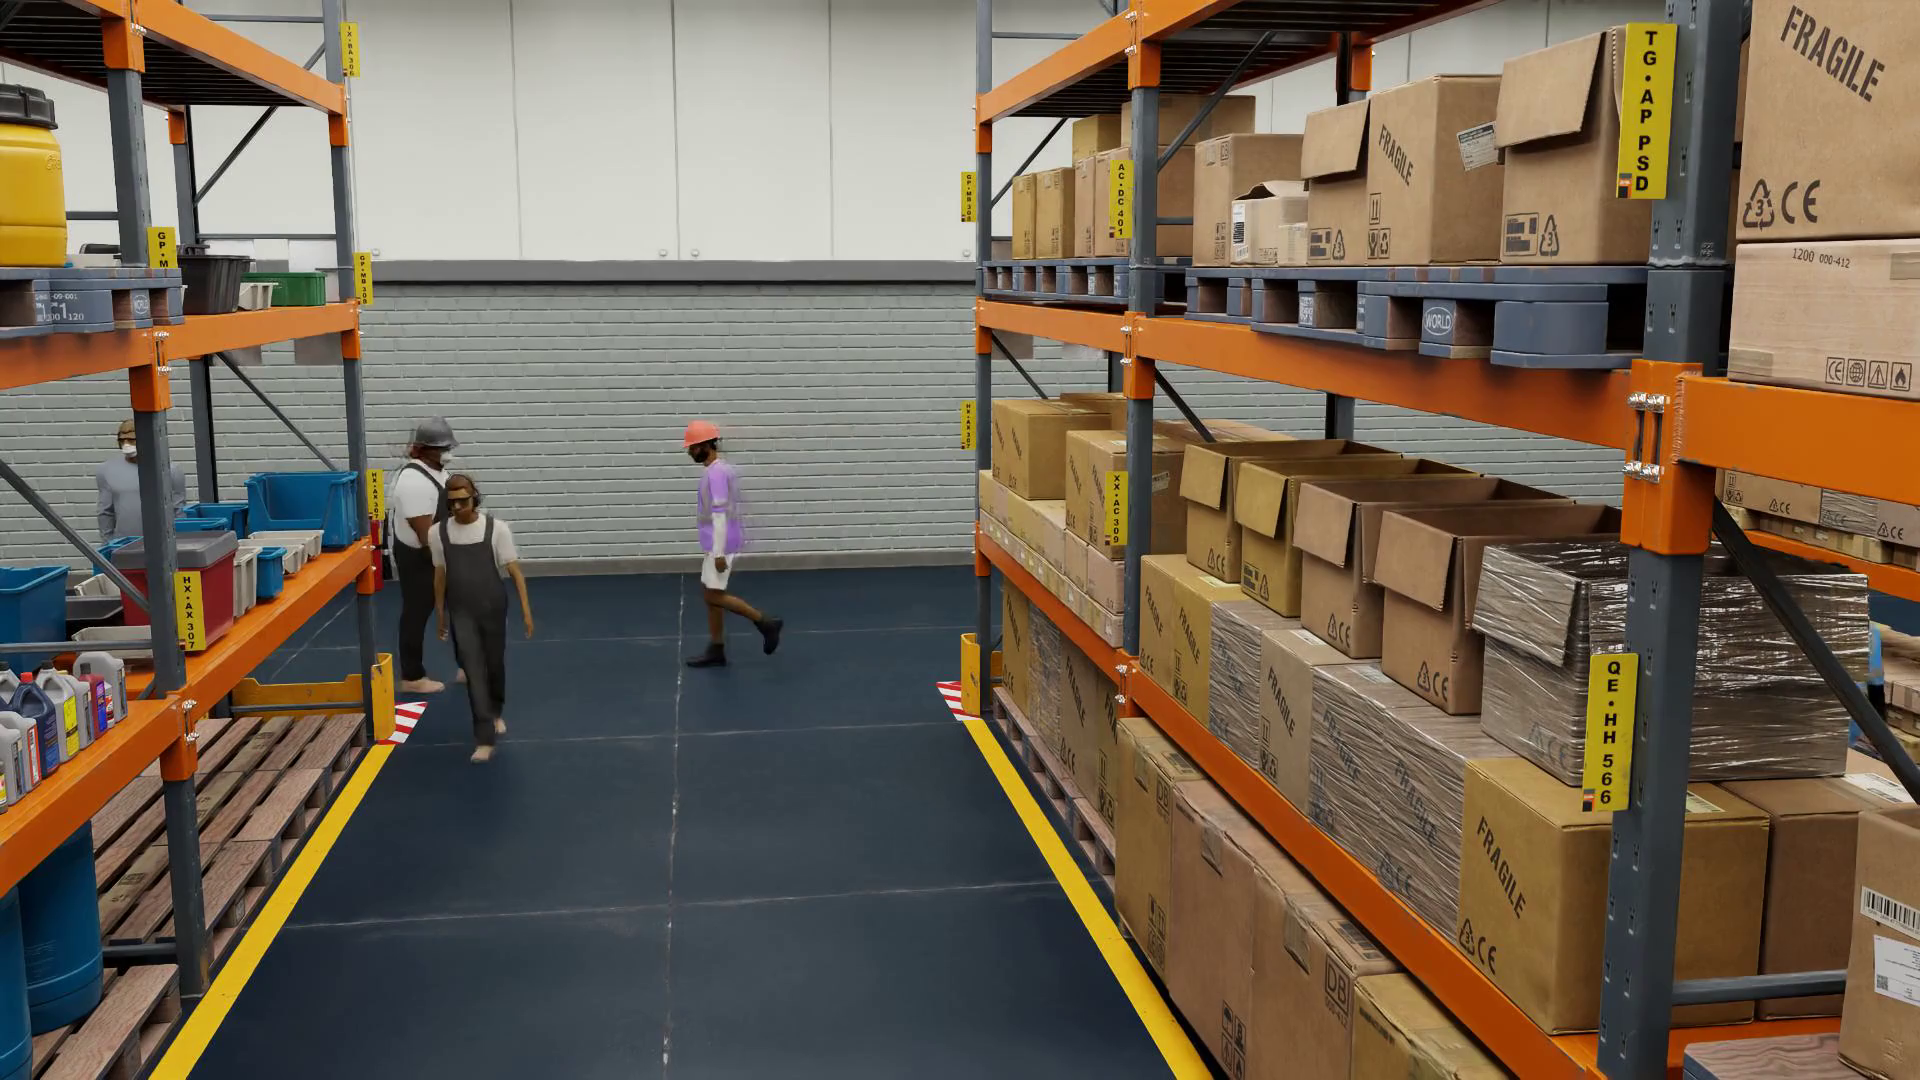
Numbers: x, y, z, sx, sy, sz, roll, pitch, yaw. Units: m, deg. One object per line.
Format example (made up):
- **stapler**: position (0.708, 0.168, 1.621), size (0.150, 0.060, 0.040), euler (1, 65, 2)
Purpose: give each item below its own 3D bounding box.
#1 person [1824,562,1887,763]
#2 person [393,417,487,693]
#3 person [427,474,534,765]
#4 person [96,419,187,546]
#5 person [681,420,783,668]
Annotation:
- **person**: position (4.173, 0.909, 8.064), size (0.528, 1.655, 0.864), euler (-1, 9, -6)
- **person**: position (-3.686, 0.102, 11.869), size (0.807, 2.000, 0.699), euler (1, 9, 5)
- **person**: position (-3.024, 0.449, 10.537), size (0.621, 1.788, 0.985), euler (-2, 9, -10)
- **person**: position (-6.105, 0.058, 12.457), size (0.629, 1.939, 0.372), euler (-1, 9, -7)
- **person**: position (-1.768, 0.036, 12.696), size (0.702, 1.902, 0.599), euler (-2, 9, -12)
